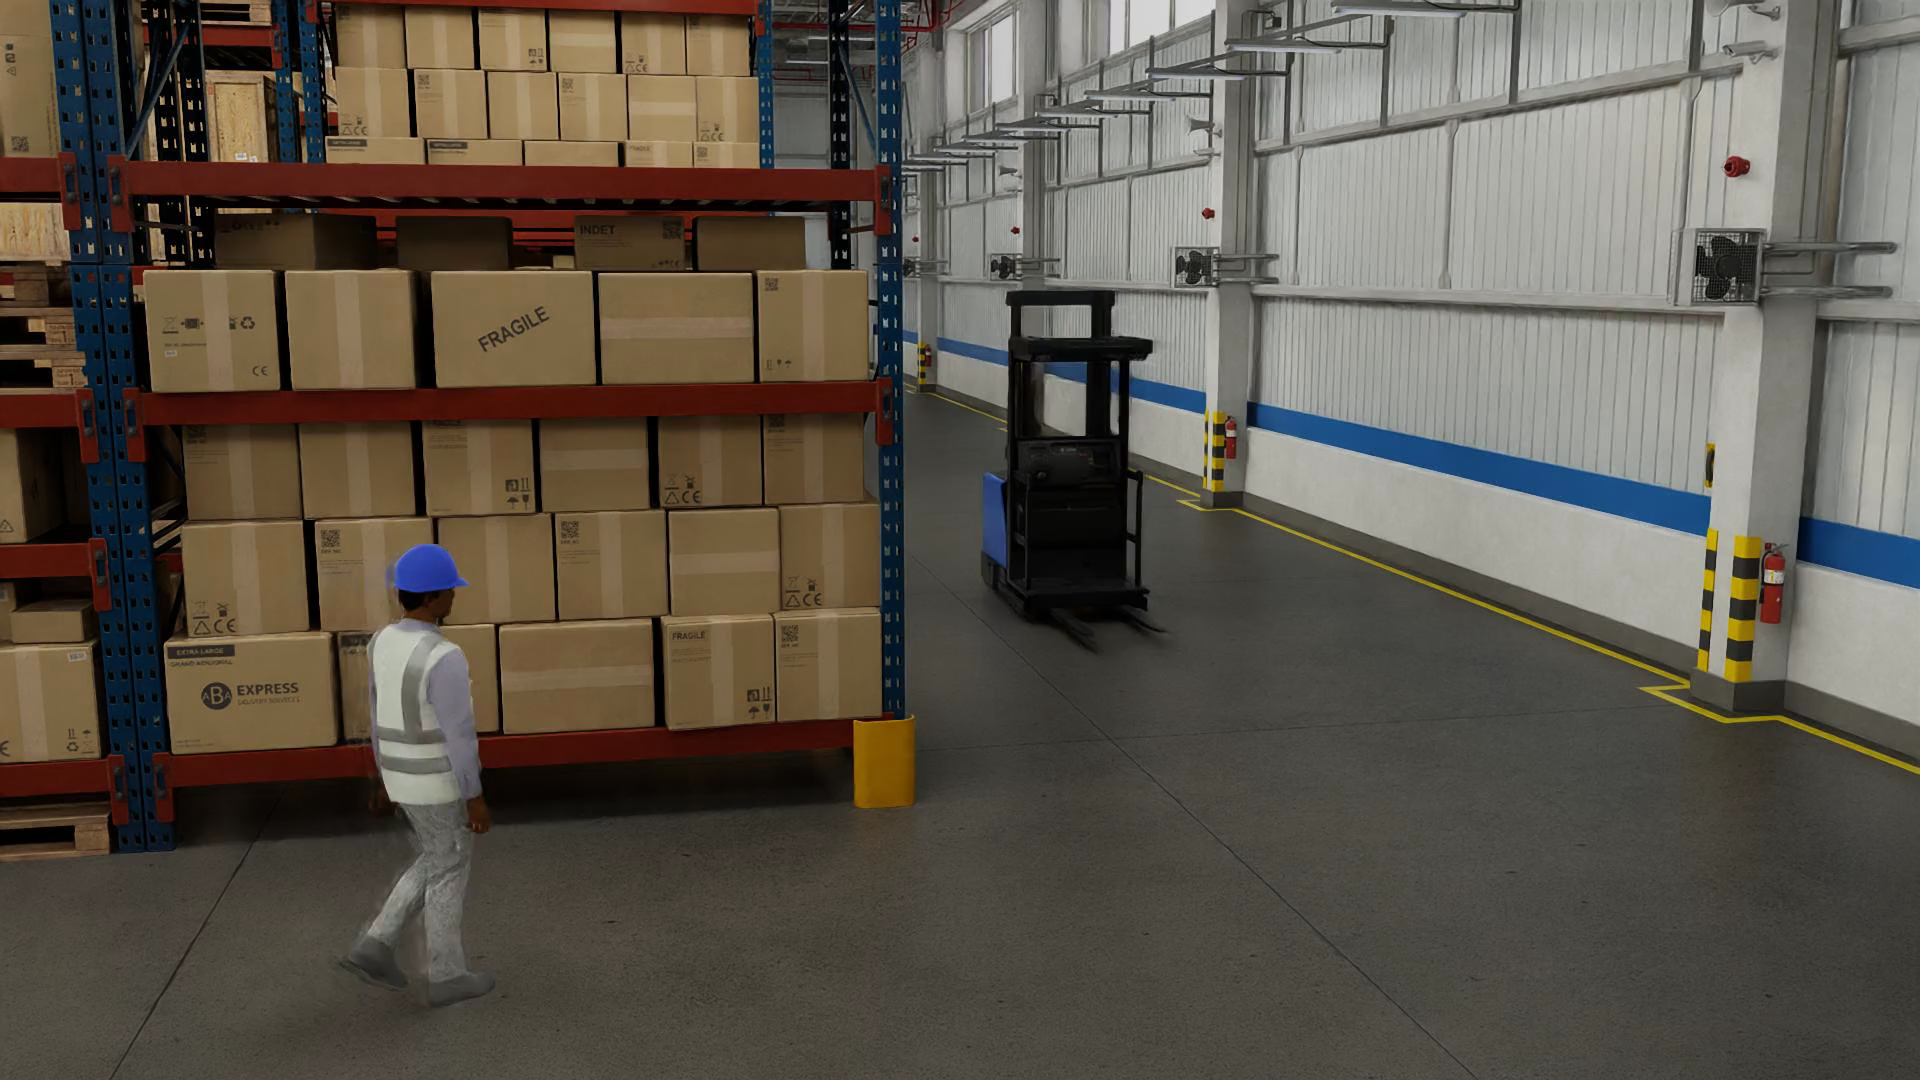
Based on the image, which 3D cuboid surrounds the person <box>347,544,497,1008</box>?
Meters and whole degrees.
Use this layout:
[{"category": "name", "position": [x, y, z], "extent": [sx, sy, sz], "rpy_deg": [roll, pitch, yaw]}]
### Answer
[{"category": "person", "position": [-2.166, 0.974, 6.743], "extent": [0.483, 1.932, 0.614], "rpy_deg": [-8, 12, -41]}]

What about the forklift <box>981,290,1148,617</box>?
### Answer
[{"category": "forklift", "position": [0.892, -0.863, 15.060], "extent": [1.129, 2.768, 1.873], "rpy_deg": [-2, 10, -12]}]
